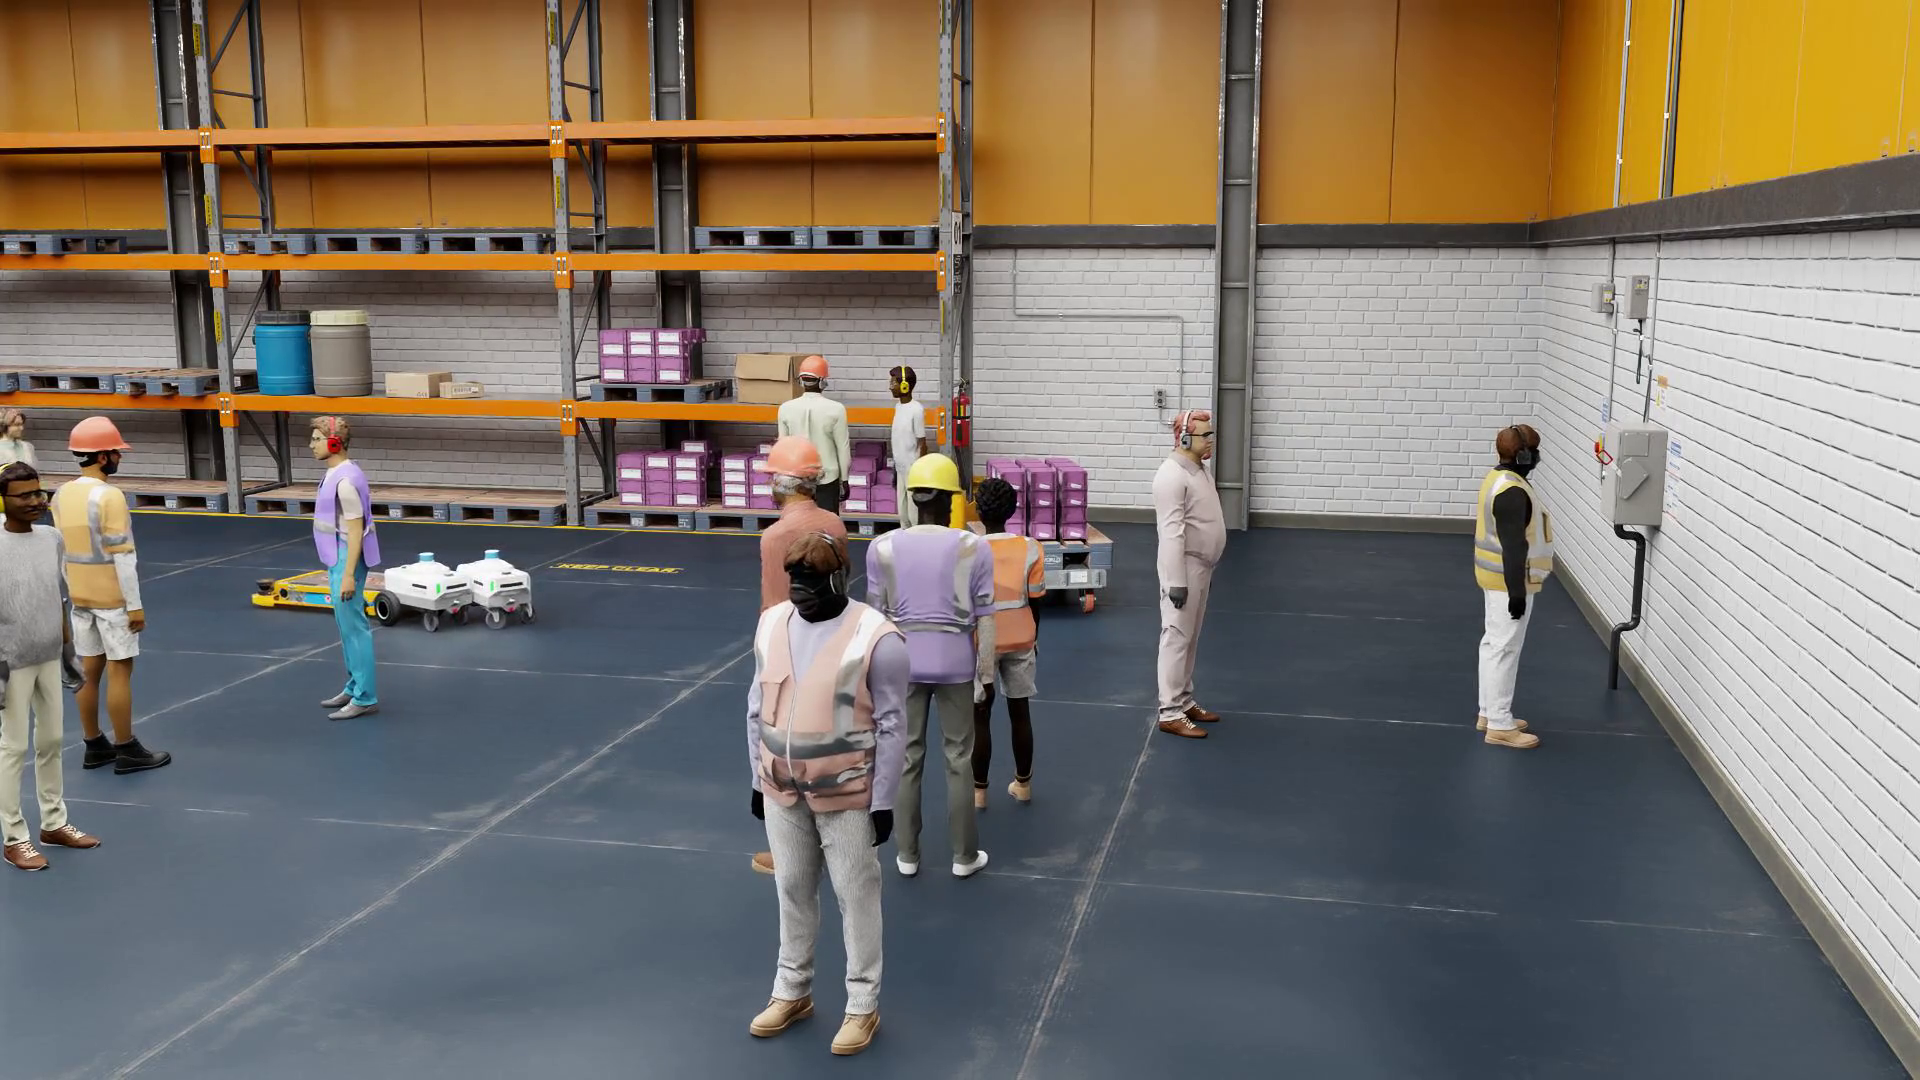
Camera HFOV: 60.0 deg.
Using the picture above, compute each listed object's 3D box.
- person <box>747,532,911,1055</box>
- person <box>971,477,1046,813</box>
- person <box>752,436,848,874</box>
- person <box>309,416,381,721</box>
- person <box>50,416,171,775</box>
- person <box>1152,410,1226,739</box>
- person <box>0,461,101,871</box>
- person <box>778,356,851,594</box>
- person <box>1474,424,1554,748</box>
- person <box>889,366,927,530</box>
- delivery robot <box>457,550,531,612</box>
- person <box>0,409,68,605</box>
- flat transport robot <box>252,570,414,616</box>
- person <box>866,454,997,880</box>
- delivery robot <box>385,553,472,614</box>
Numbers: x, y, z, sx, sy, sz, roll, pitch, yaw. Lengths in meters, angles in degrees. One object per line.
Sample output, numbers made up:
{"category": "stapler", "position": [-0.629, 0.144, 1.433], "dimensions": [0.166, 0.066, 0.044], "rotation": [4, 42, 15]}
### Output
{"category": "person", "position": [-0.492, 0.882, 5.876], "dimensions": [0.625, 1.844, 0.429], "rotation": [5, 11, 26]}
{"category": "person", "position": [0.179, 0.527, 8.393], "dimensions": [0.535, 1.700, 0.318], "rotation": [-4, 10, -23]}
{"category": "person", "position": [-0.742, 0.524, 7.609], "dimensions": [0.407, 1.977, 0.659], "rotation": [5, 11, 26]}
{"category": "person", "position": [-3.727, 0.163, 10.117], "dimensions": [0.375, 1.843, 0.575], "rotation": [-5, 11, -26]}
{"category": "person", "position": [-4.627, 0.301, 9.024], "dimensions": [0.542, 1.939, 0.366], "rotation": [5, 11, 28]}
{"category": "person", "position": [1.355, 0.189, 9.785], "dimensions": [0.410, 1.909, 0.643], "rotation": [4, 10, 20]}
{"category": "person", "position": [-4.275, 0.565, 7.664], "dimensions": [0.329, 1.872, 0.508], "rotation": [3, 10, 18]}
{"category": "person", "position": [-1.189, -0.515, 13.688], "dimensions": [0.612, 1.995, 0.377], "rotation": [2, 10, 11]}
{"category": "person", "position": [3.181, 0.254, 9.579], "dimensions": [0.429, 1.846, 0.633], "rotation": [2, 10, 10]}
{"category": "person", "position": [-0.463, -0.578, 14.456], "dimensions": [0.336, 1.864, 0.521], "rotation": [-5, 11, -26]}
{"category": "delivery robot", "position": [-3.570, 0.320, 12.723], "dimensions": [0.477, 0.478, 0.707], "rotation": [-7, 12, -37]}
{"category": "person", "position": [-7.375, -0.222, 13.125], "dimensions": [0.766, 1.602, 0.542], "rotation": [2, 10, 9]}
{"category": "flat transport robot", "position": [-4.864, 0.410, 13.308], "dimensions": [1.431, 0.197, 0.652], "rotation": [3, 10, 20]}
{"category": "person", "position": [-0.121, 0.573, 7.470], "dimensions": [0.585, 1.920, 0.382], "rotation": [2, 10, 9]}
{"category": "delivery robot", "position": [-4.031, 0.340, 12.607], "dimensions": [0.707, 0.478, 0.477], "rotation": [7, 12, 36]}
